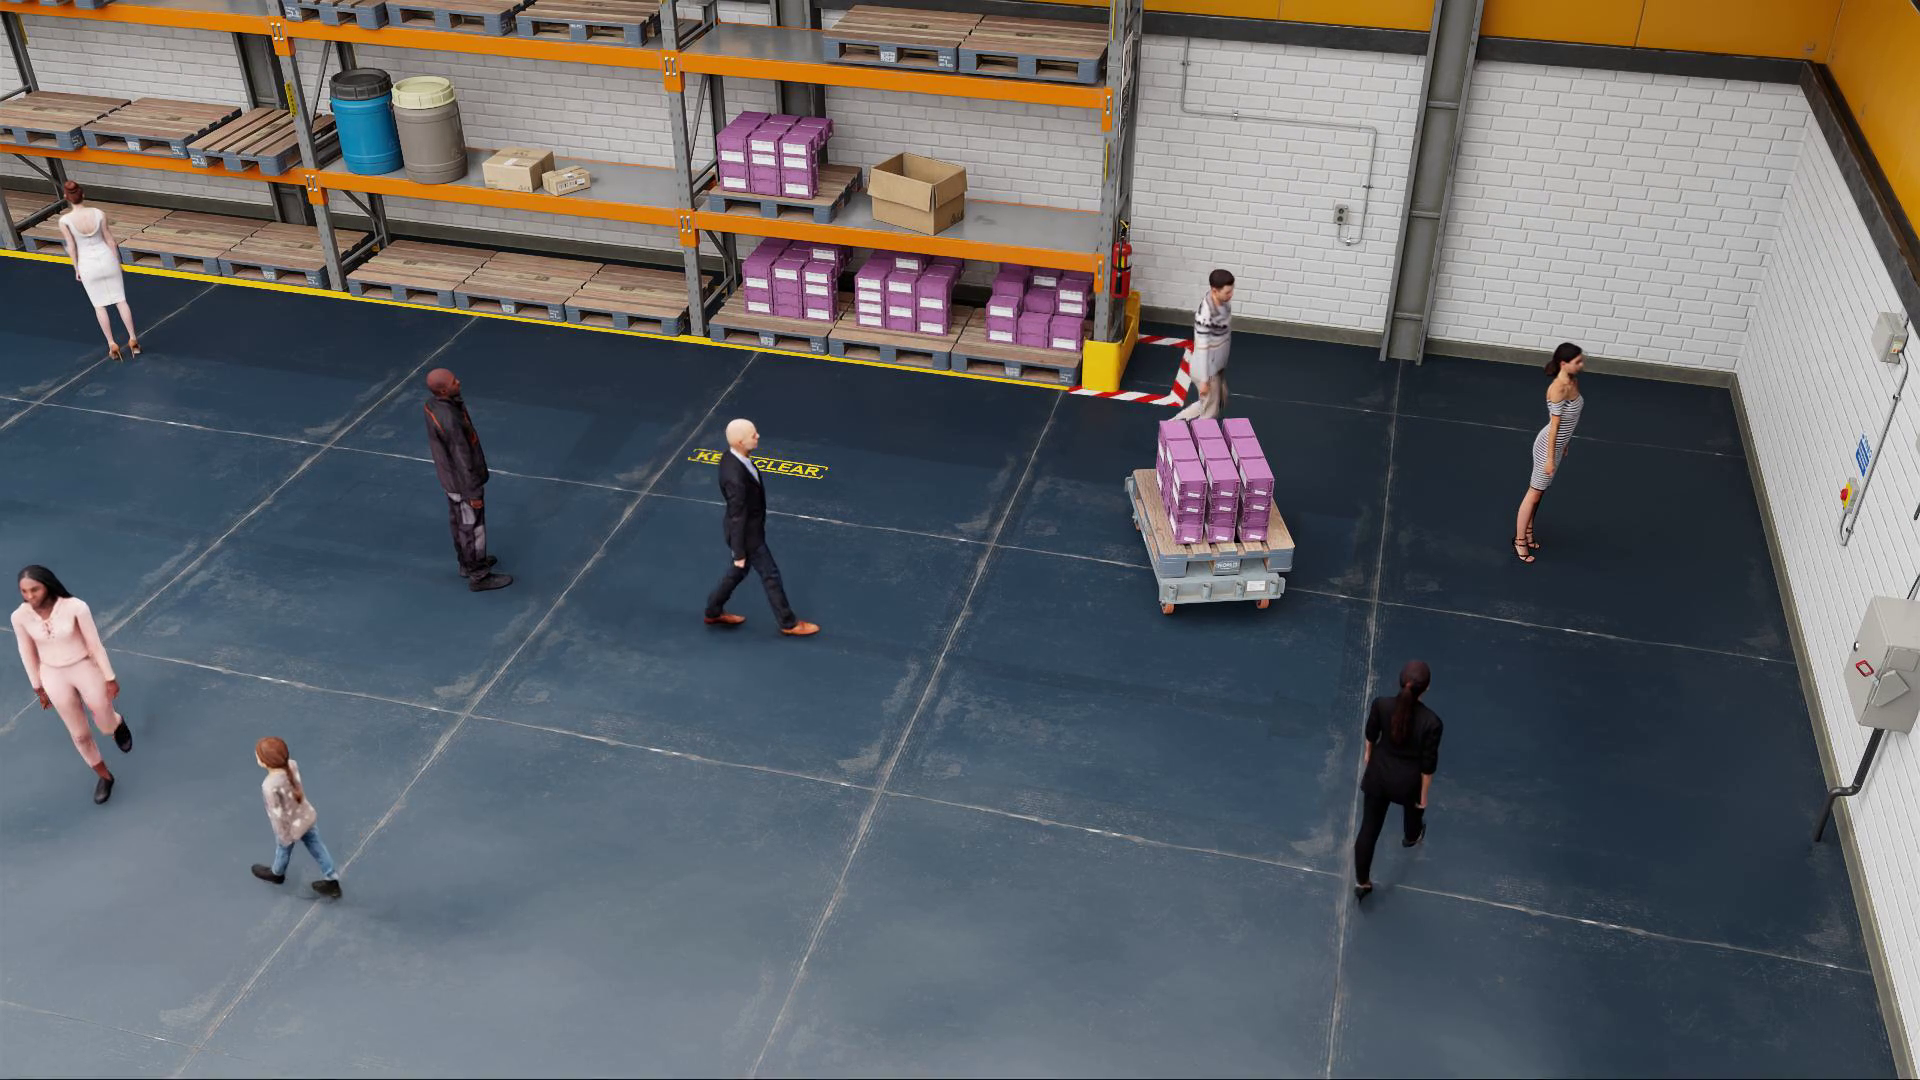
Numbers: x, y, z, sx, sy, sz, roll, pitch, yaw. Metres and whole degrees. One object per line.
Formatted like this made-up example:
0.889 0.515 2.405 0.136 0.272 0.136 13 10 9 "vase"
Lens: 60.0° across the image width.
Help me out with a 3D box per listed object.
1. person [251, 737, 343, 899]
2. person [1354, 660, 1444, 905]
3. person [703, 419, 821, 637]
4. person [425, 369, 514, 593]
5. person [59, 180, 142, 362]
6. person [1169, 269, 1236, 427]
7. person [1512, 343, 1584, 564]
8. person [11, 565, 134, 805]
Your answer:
-3.866 1.658 9.772 0.792 1.165 0.513 10 35 14 "person"
2.488 1.457 9.660 1.048 1.624 0.912 21 39 29 "person"
-1.591 -0.053 11.805 1.198 1.765 0.973 -3 34 -5 "person"
-3.729 -0.466 12.372 0.858 1.825 0.782 -20 39 -28 "person"
-8.011 -2.509 15.473 0.622 1.793 0.677 -18 38 -25 "person"
1.999 -1.462 13.872 0.834 1.822 0.768 9 35 13 "person"
4.487 -0.676 12.690 0.625 1.822 0.649 19 38 26 "person"
-5.567 0.845 10.503 0.902 1.709 0.916 -8 34 -12 "person"
